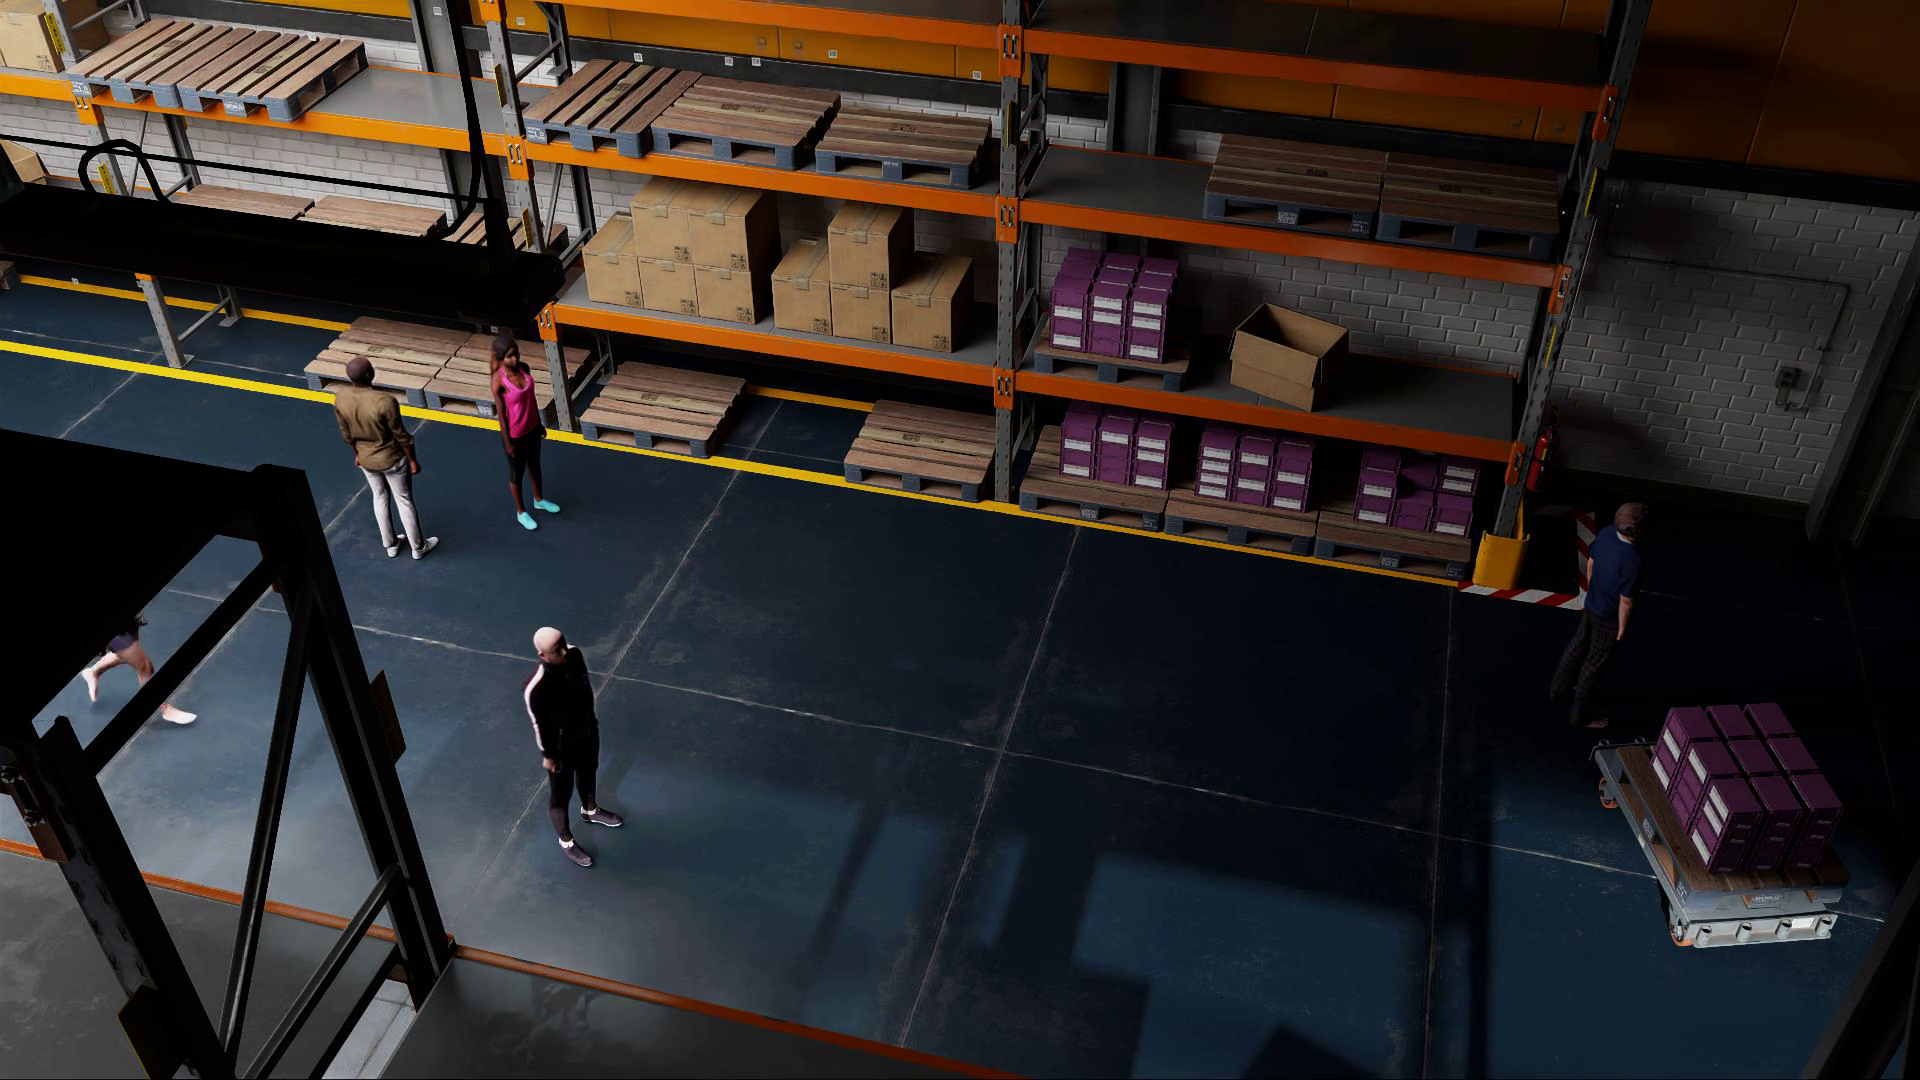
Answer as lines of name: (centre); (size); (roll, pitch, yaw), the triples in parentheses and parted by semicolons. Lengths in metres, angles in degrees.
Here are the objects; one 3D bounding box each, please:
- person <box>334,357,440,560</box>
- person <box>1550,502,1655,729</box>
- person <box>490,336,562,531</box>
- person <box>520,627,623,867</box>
person: (-4.482, -0.629, 12.926); (0.508, 1.825, 0.780); (8, 39, 10)
person: (4.461, 0.490, 11.488); (0.700, 1.871, 0.734); (-7, 39, -9)
person: (-3.527, -0.888, 13.332); (0.647, 1.722, 0.632); (23, 44, 26)
person: (-2.500, 1.254, 10.558); (0.621, 1.837, 0.698); (15, 41, 18)
